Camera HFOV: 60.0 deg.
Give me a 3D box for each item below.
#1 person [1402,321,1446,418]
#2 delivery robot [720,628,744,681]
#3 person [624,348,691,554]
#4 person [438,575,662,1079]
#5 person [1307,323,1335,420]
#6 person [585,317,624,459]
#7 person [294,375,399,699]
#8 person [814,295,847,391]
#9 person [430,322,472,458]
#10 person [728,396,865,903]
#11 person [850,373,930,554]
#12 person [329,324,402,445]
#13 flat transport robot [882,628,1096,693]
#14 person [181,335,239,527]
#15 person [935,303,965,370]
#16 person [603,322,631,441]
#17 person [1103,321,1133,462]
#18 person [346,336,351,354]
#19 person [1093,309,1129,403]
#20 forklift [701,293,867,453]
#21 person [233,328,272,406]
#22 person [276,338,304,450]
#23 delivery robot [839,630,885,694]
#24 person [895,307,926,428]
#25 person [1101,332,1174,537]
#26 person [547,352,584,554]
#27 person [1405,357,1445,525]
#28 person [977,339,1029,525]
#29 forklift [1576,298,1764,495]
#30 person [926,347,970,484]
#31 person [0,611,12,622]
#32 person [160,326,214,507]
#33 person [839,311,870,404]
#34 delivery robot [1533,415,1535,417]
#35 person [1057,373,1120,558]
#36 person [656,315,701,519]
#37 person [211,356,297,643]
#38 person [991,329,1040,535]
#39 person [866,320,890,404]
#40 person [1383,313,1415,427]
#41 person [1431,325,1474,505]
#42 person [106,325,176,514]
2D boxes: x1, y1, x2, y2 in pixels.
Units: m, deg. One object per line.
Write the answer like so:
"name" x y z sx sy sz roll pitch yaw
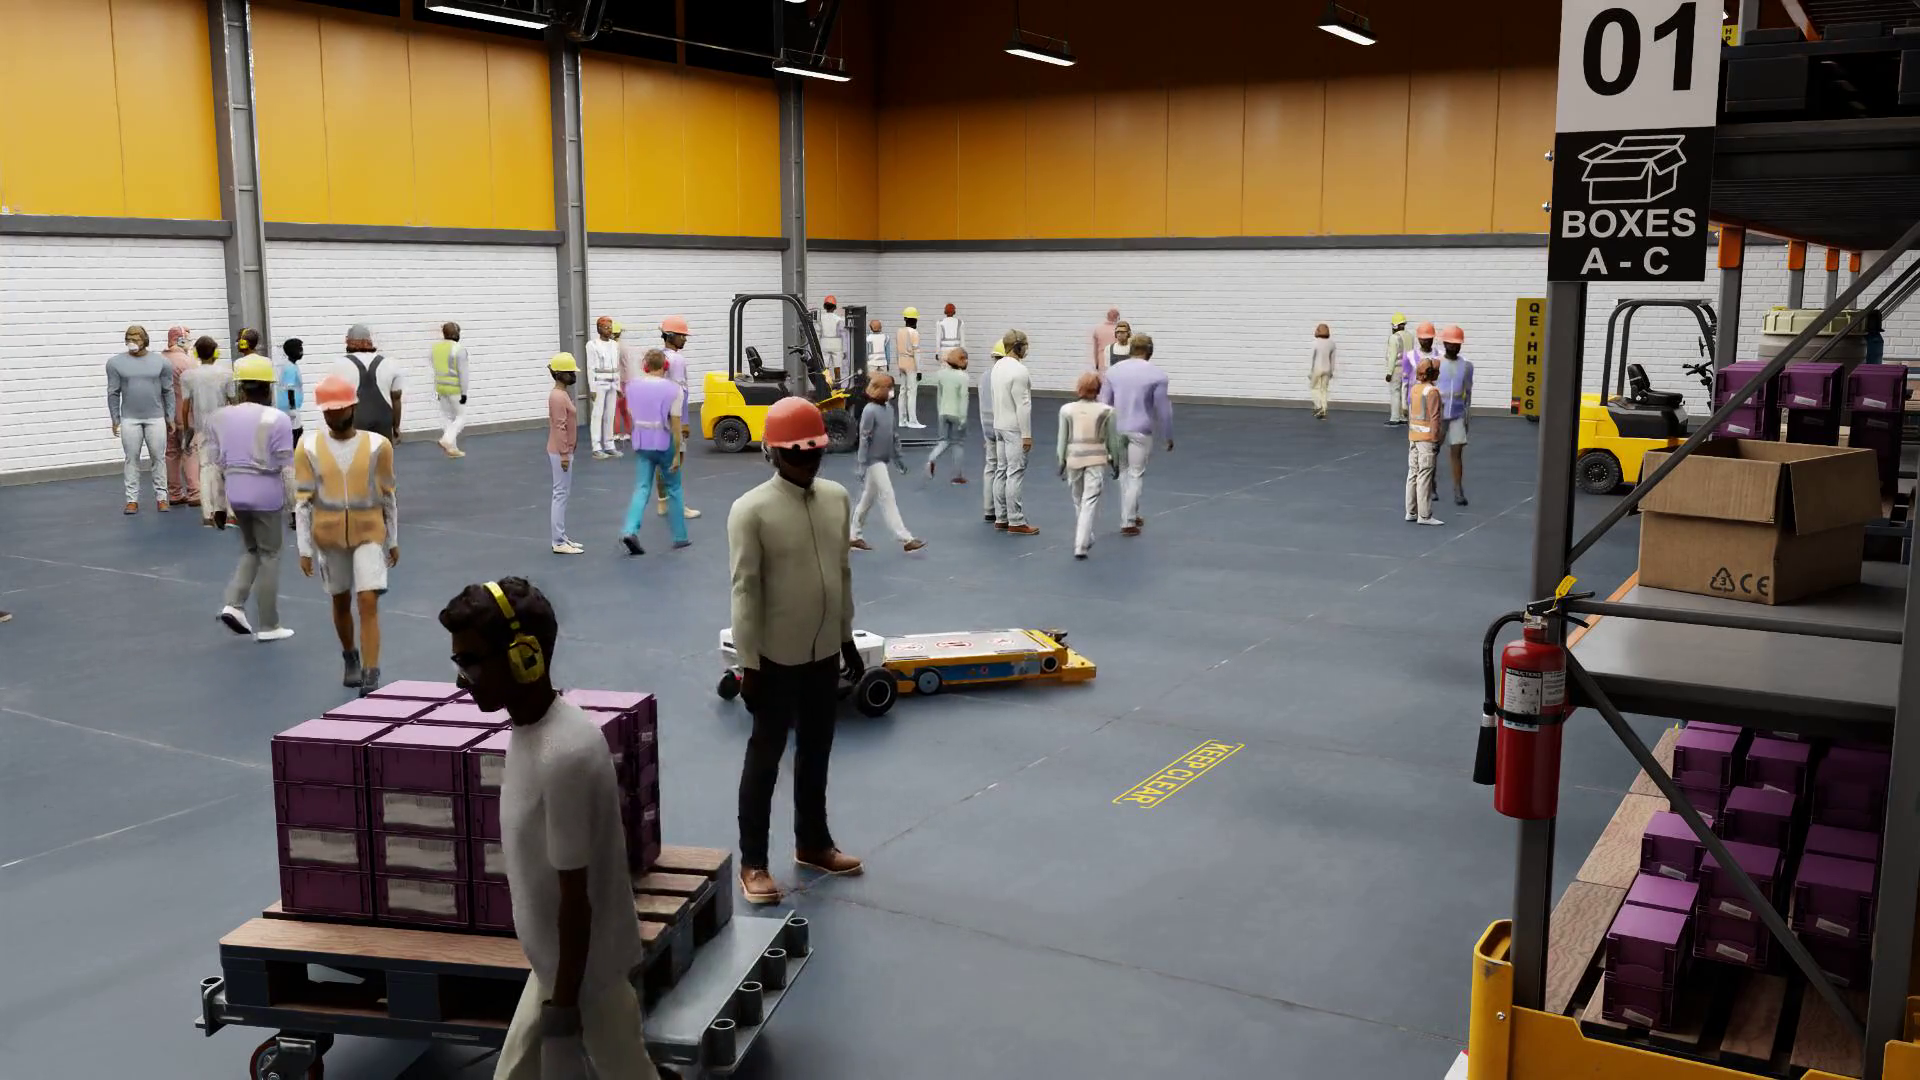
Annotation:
"person" 5.552 -1.679 19.940 0.547 1.908 0.828 0 9 3
"delivery robot" -1.040 0.591 9.661 0.477 0.478 0.707 9 13 44
"person" -2.702 -0.781 14.640 0.558 1.809 0.803 2 9 11
"person" -0.805 0.965 3.714 0.982 1.819 0.569 -4 10 -25
"person" 6.069 -2.832 28.009 0.520 1.617 0.353 -3 10 -18
"person" -4.740 -2.017 22.164 0.412 1.885 0.591 6 11 33
"person" -3.524 -0.007 9.574 0.551 1.875 1.021 -3 9 -16
"person" -2.468 -3.649 31.791 0.608 2.044 0.371 0 9 2
"person" -6.751 -1.973 22.022 0.632 1.829 0.520 5 11 30
"person" -0.637 0.426 6.579 0.405 1.977 0.673 8 12 40
"person" -0.648 -0.670 14.583 0.843 1.581 0.522 4 10 21
"person" -5.877 -1.197 16.490 0.702 2.000 0.984 -6 11 -32
"flat transport robot" 0.042 0.717 10.050 1.431 0.197 0.652 -2 9 -15
"person" -7.234 -1.049 16.107 0.535 1.869 0.312 -2 9 -13
"person" -0.190 -3.669 32.411 0.585 1.882 0.337 -1 9 -9
"person" -5.061 -2.295 24.290 0.709 1.745 0.540 -6 11 -34
"person" 2.099 -1.916 21.591 0.506 1.846 0.345 3 9 15
"person" -5.969 -1.173 16.773 0.468 1.898 0.629 -6 11 -33
"person" 2.584 -3.008 28.393 0.644 1.853 1.014 3 10 18
"forklift" -2.458 -2.344 23.176 2.313 2.155 1.214 0 9 -2
"person" -7.712 -1.362 18.073 0.398 1.866 0.581 4 10 21
"person" -8.203 -1.620 20.244 0.476 1.676 0.554 -4 10 -23
"delivery robot" -0.781 0.660 9.235 0.707 0.478 0.477 -6 11 -33
"person" -0.797 -2.733 26.434 0.364 1.928 0.586 -7 11 -36
"person" 1.688 -1.004 15.713 0.690 1.902 0.839 6 11 33
"person" -3.471 -0.764 14.643 0.318 1.767 0.534 -2 9 -12
"person" 4.556 -0.967 16.300 0.309 1.641 0.513 -2 9 -11
"person" 0.433 -1.051 16.229 0.404 1.831 0.590 -7 12 -39
"forklift" 7.954 -1.589 18.462 2.313 2.155 1.214 5 11 30
"person" -0.115 -1.431 19.277 0.512 1.610 0.533 8 12 39
"person" -7.016 -0.360 11.524 0.560 1.952 0.668 0 9 0
"person" -8.205 -1.302 17.587 0.639 1.902 0.407 5 10 27
"person" -1.873 -3.339 30.342 0.573 1.883 0.665 -7 11 -37
"delivery robot" 9.730 -2.232 27.286 0.707 0.478 0.477 -1 9 -4
"person" 1.122 -0.658 14.527 0.528 1.588 0.883 3 10 18
"person" -2.867 -1.227 16.691 0.394 2.037 0.605 -6 11 -34
"person" -4.685 -0.267 11.110 0.586 1.911 0.461 3 10 18
"person" 0.506 -1.014 15.667 0.372 1.940 0.632 -4 10 -24
"person" -1.478 -3.086 29.540 0.512 1.637 0.309 -4 10 -23
"person" 7.017 -2.721 26.659 0.600 1.827 0.404 -8 12 -41
"person" 5.226 -1.338 17.816 0.556 1.931 0.581 0 9 1
"person" -8.378 -1.236 17.066 0.629 1.936 0.371 -4 10 -24
